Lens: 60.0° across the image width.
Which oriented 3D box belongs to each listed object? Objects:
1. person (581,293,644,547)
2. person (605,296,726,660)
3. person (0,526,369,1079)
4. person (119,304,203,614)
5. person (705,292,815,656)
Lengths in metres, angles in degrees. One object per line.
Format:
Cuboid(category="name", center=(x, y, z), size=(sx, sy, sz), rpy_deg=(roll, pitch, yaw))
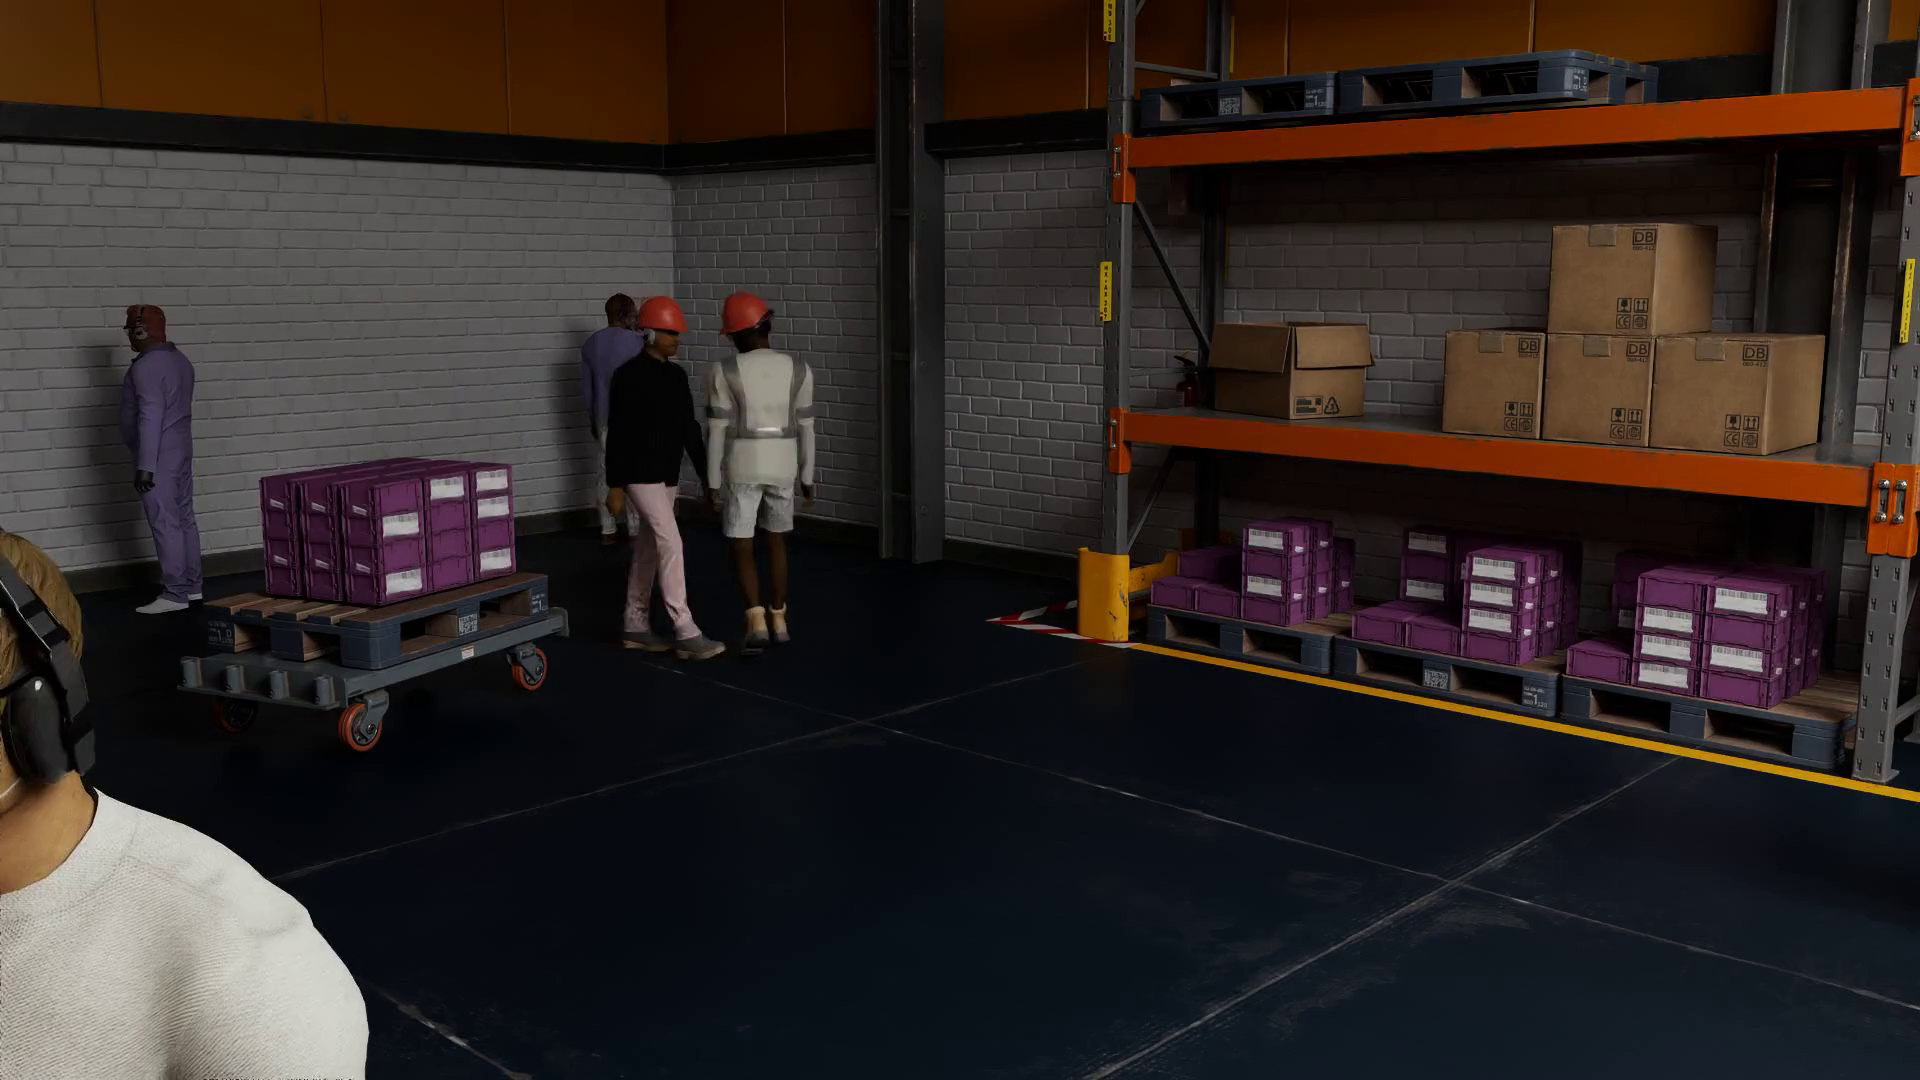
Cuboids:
Cuboid(category="person", center=(-2.597, -0.910, 12.716), size=(0.629, 1.937, 0.378), rpy_deg=(5, 11, 30))
Cuboid(category="person", center=(-1.552, -0.332, 9.041), size=(0.820, 1.963, 0.629), rpy_deg=(3, 10, 20))
Cuboid(category="person", center=(-0.814, 0.921, 1.488), size=(0.627, 1.936, 0.372), rpy_deg=(3, 10, 15))
Cuboid(category="person", center=(-4.961, -0.499, 10.289), size=(0.404, 1.904, 0.651), rpy_deg=(-1, 9, -5))
Cuboid(category="person", center=(-1.075, -0.365, 9.211), size=(0.647, 2.007, 0.807), rpy_deg=(-4, 10, -23))
